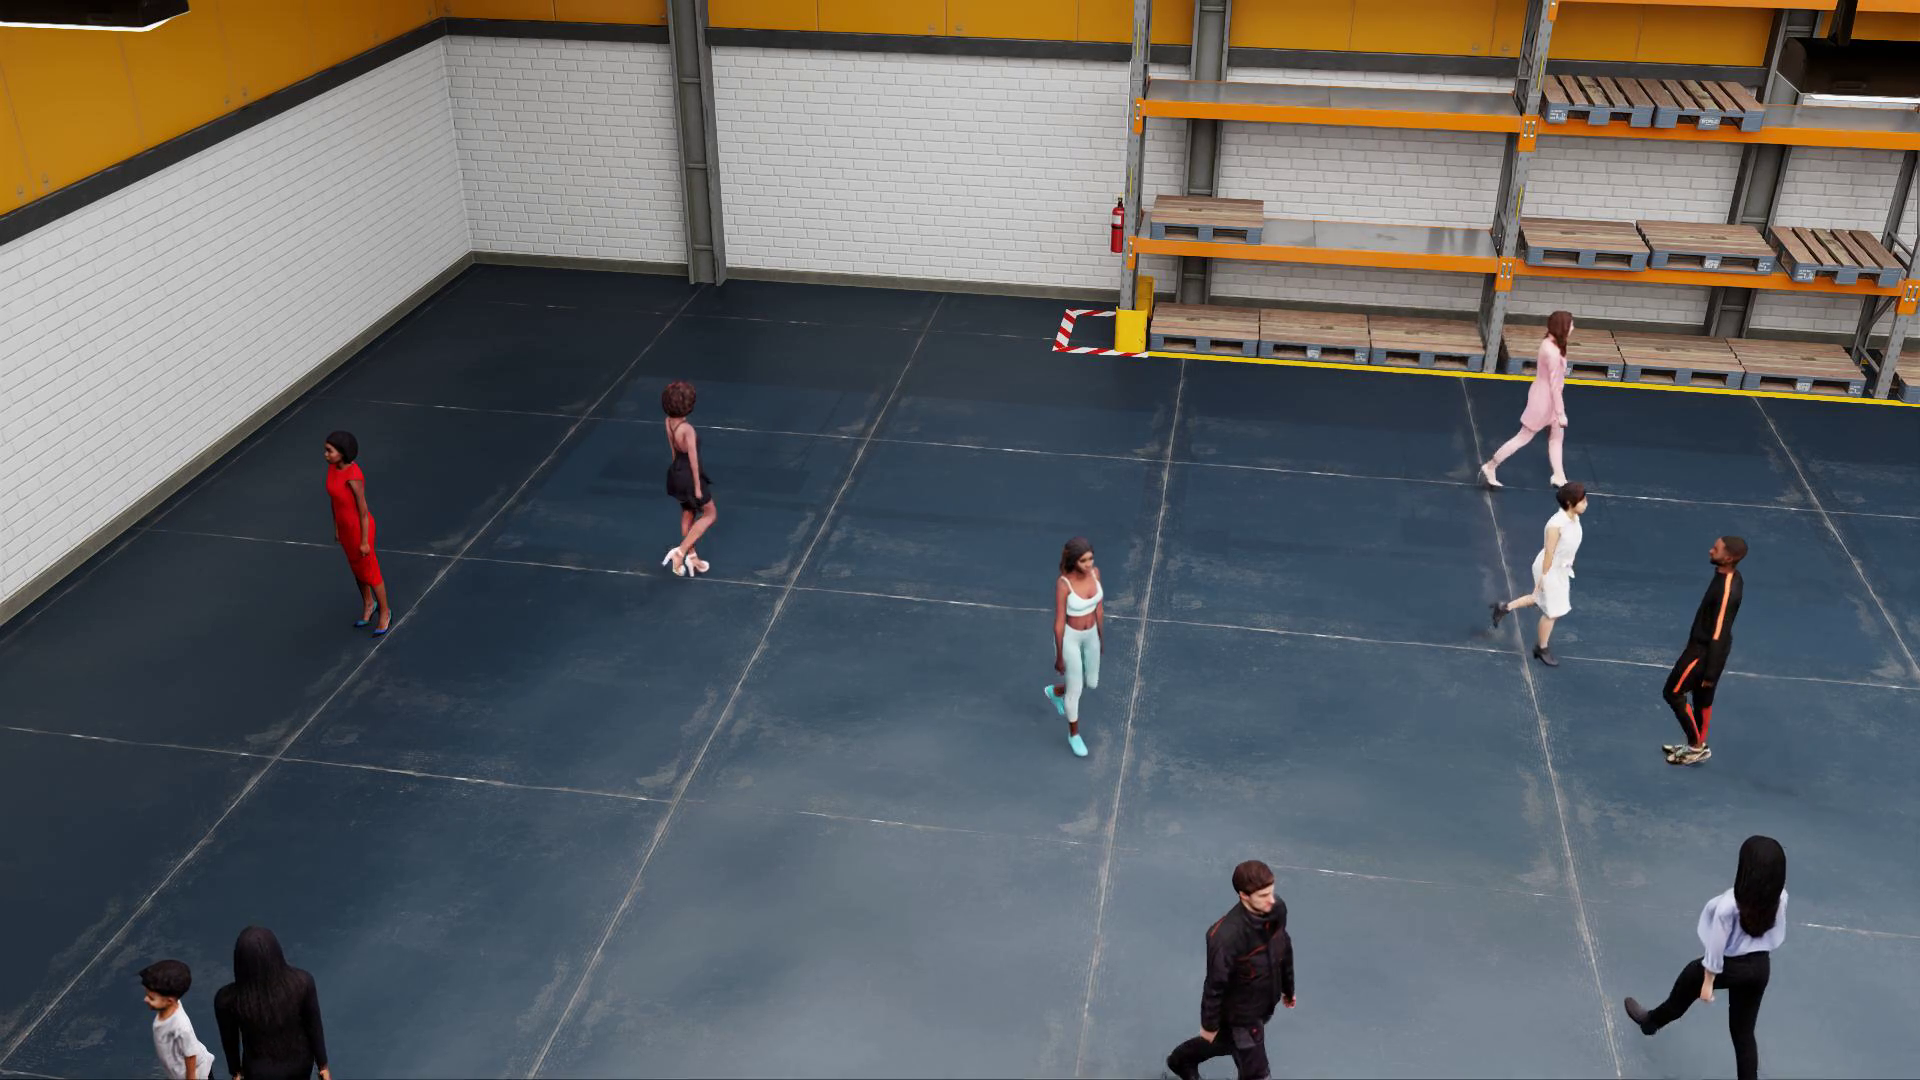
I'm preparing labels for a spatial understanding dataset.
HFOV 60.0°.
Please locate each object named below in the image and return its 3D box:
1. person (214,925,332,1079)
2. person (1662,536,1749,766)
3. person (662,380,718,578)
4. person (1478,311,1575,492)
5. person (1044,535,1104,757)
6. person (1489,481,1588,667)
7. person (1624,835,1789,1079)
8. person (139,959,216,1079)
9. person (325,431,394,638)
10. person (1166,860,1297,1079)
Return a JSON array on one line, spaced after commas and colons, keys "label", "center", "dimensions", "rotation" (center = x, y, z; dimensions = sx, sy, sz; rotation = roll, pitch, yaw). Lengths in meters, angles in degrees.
[{"label": "person", "center": [-3.304, 2.660, 8.170], "dimensions": [1.140, 1.695, 1.148], "rotation": [-17, 33, -28]}, {"label": "person", "center": [5.253, 0.796, 11.482], "dimensions": [0.733, 1.796, 0.710], "rotation": [15, 32, 25]}, {"label": "person", "center": [-2.325, -0.445, 13.776], "dimensions": [0.841, 1.778, 0.793], "rotation": [-21, 35, -33]}, {"label": "person", "center": [5.230, -1.218, 15.216], "dimensions": [1.162, 1.755, 0.723], "rotation": [9, 30, 15]}, {"label": "person", "center": [0.787, 0.702, 11.744], "dimensions": [0.843, 1.711, 0.898], "rotation": [-18, 33, -29]}, {"label": "person", "center": [4.476, 0.227, 12.801], "dimensions": [0.945, 1.532, 0.779], "rotation": [21, 35, 33]}, {"label": "person", "center": [4.113, 2.351, 8.738], "dimensions": [1.192, 1.693, 1.038], "rotation": [-8, 30, -14]}, {"label": "person", "center": [-3.999, 2.673, 8.598], "dimensions": [0.642, 1.262, 0.577], "rotation": [-21, 35, -34]}, {"label": "person", "center": [-4.749, -0.057, 13.099], "dimensions": [0.595, 1.744, 0.706], "rotation": [23, 36, 35]}, {"label": "person", "center": [1.407, 2.356, 8.612], "dimensions": [1.263, 1.806, 1.075], "rotation": [21, 35, 33]}]
